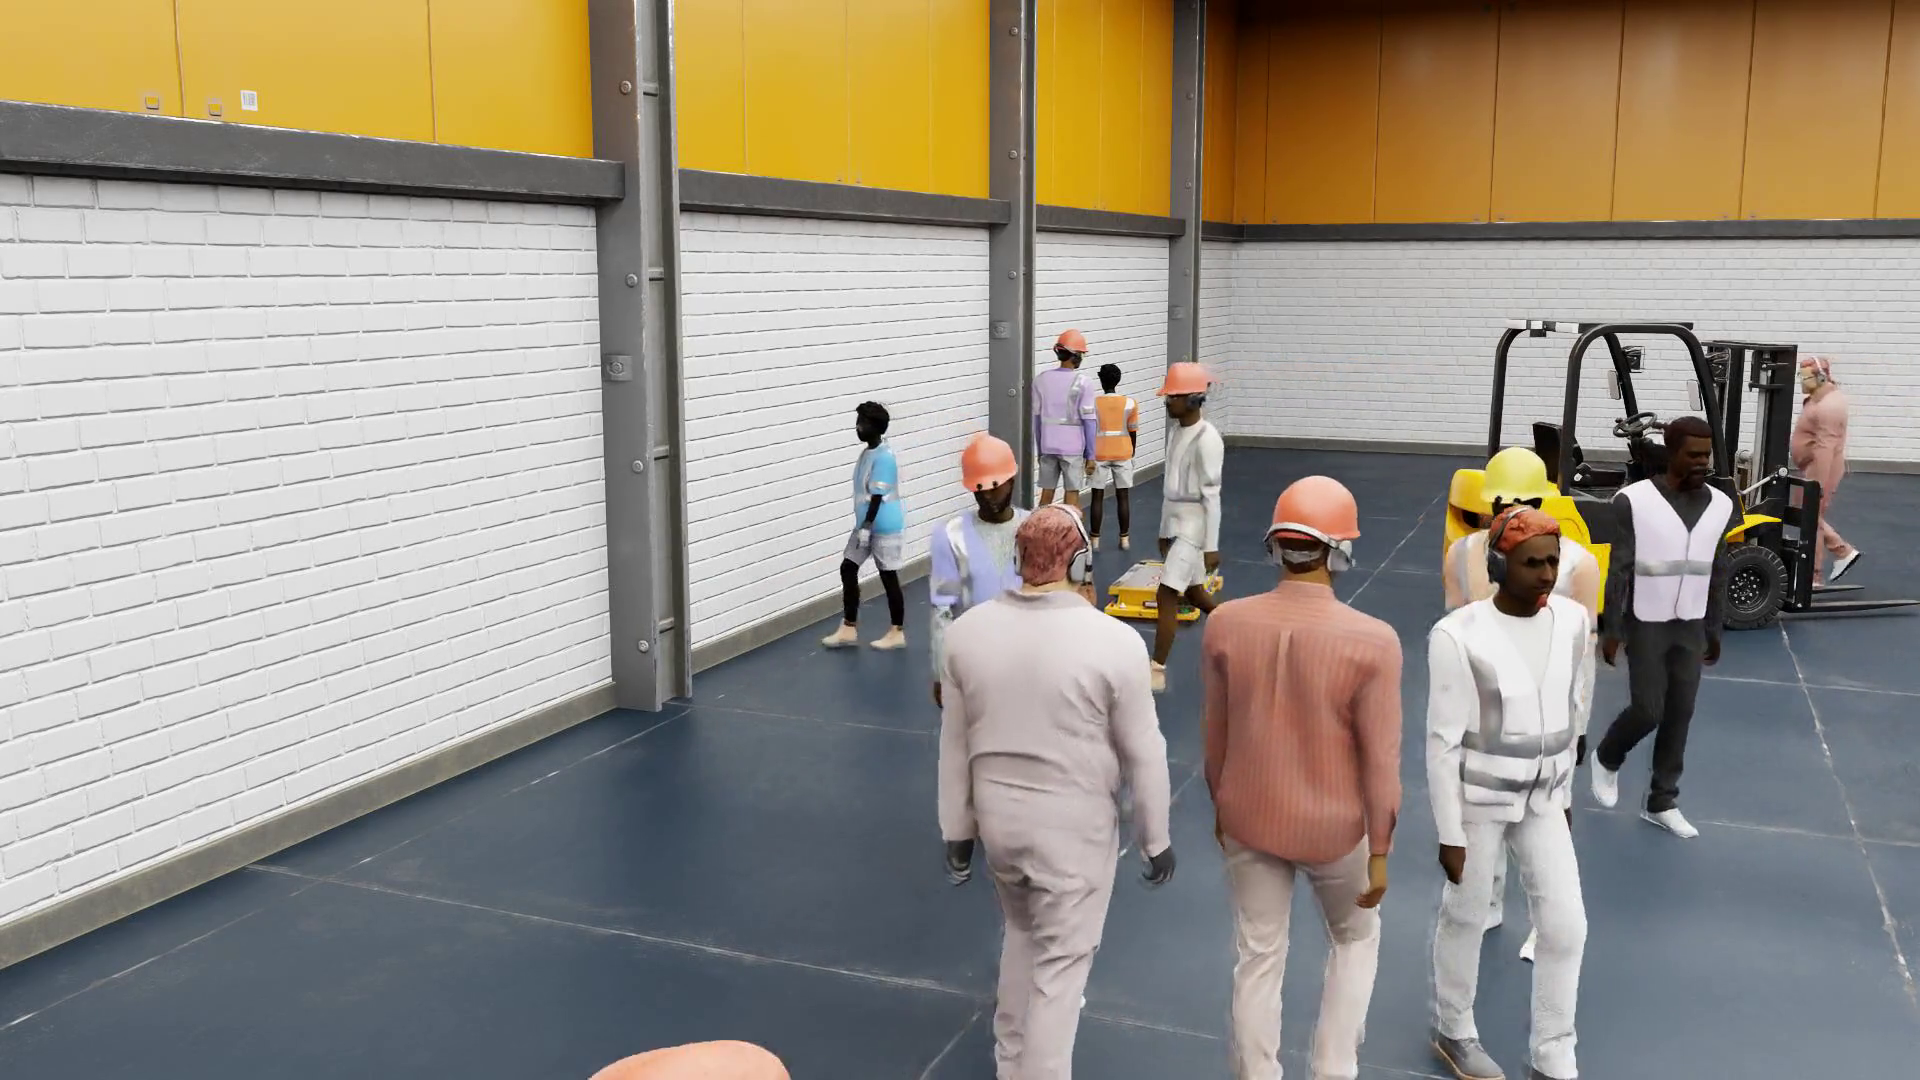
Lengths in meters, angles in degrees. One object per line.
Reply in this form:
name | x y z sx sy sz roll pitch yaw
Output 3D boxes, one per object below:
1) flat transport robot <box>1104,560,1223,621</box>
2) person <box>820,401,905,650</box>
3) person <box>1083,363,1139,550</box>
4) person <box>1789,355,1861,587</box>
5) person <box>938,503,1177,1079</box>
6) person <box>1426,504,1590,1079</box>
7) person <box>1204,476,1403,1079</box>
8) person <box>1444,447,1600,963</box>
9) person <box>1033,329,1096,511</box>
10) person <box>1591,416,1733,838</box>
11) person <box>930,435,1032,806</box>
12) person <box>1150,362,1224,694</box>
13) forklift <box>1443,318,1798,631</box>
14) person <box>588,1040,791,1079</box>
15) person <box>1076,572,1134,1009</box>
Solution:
flat transport robot | 1.559 0.367 12.571 0.652 0.197 1.431 3 10 17
person | -0.662 -0.076 11.016 0.668 1.674 0.543 -4 10 -24
person | 1.348 -0.743 15.006 0.535 1.694 0.318 0 9 -2
person | 6.786 -0.518 13.069 0.523 1.874 0.719 4 10 22
person | 0.299 0.835 4.860 0.665 1.888 0.630 7 11 35
person | 1.687 0.829 4.976 0.603 1.849 0.787 -3 10 -19
person | 0.995 0.798 4.825 0.617 1.978 0.517 6 11 30
person | 2.045 0.607 6.177 0.586 1.911 0.434 8 12 39
person | 0.909 -0.781 14.244 0.623 2.030 0.446 7 12 37
person | 3.188 0.377 7.563 0.618 1.905 0.489 -2 10 -13
person | 0.136 0.474 7.073 0.568 1.894 0.943 -1 9 -9
person | 1.436 -0.069 9.984 0.970 2.010 0.621 -2 10 -11
forklift | 4.706 -0.497 11.990 2.313 2.155 1.214 -2 10 -10
person | -0.272 1.373 1.542 0.476 1.906 0.544 -8 12 -41
person | 0.334 0.836 5.660 0.390 1.622 0.516 -9 13 -42
